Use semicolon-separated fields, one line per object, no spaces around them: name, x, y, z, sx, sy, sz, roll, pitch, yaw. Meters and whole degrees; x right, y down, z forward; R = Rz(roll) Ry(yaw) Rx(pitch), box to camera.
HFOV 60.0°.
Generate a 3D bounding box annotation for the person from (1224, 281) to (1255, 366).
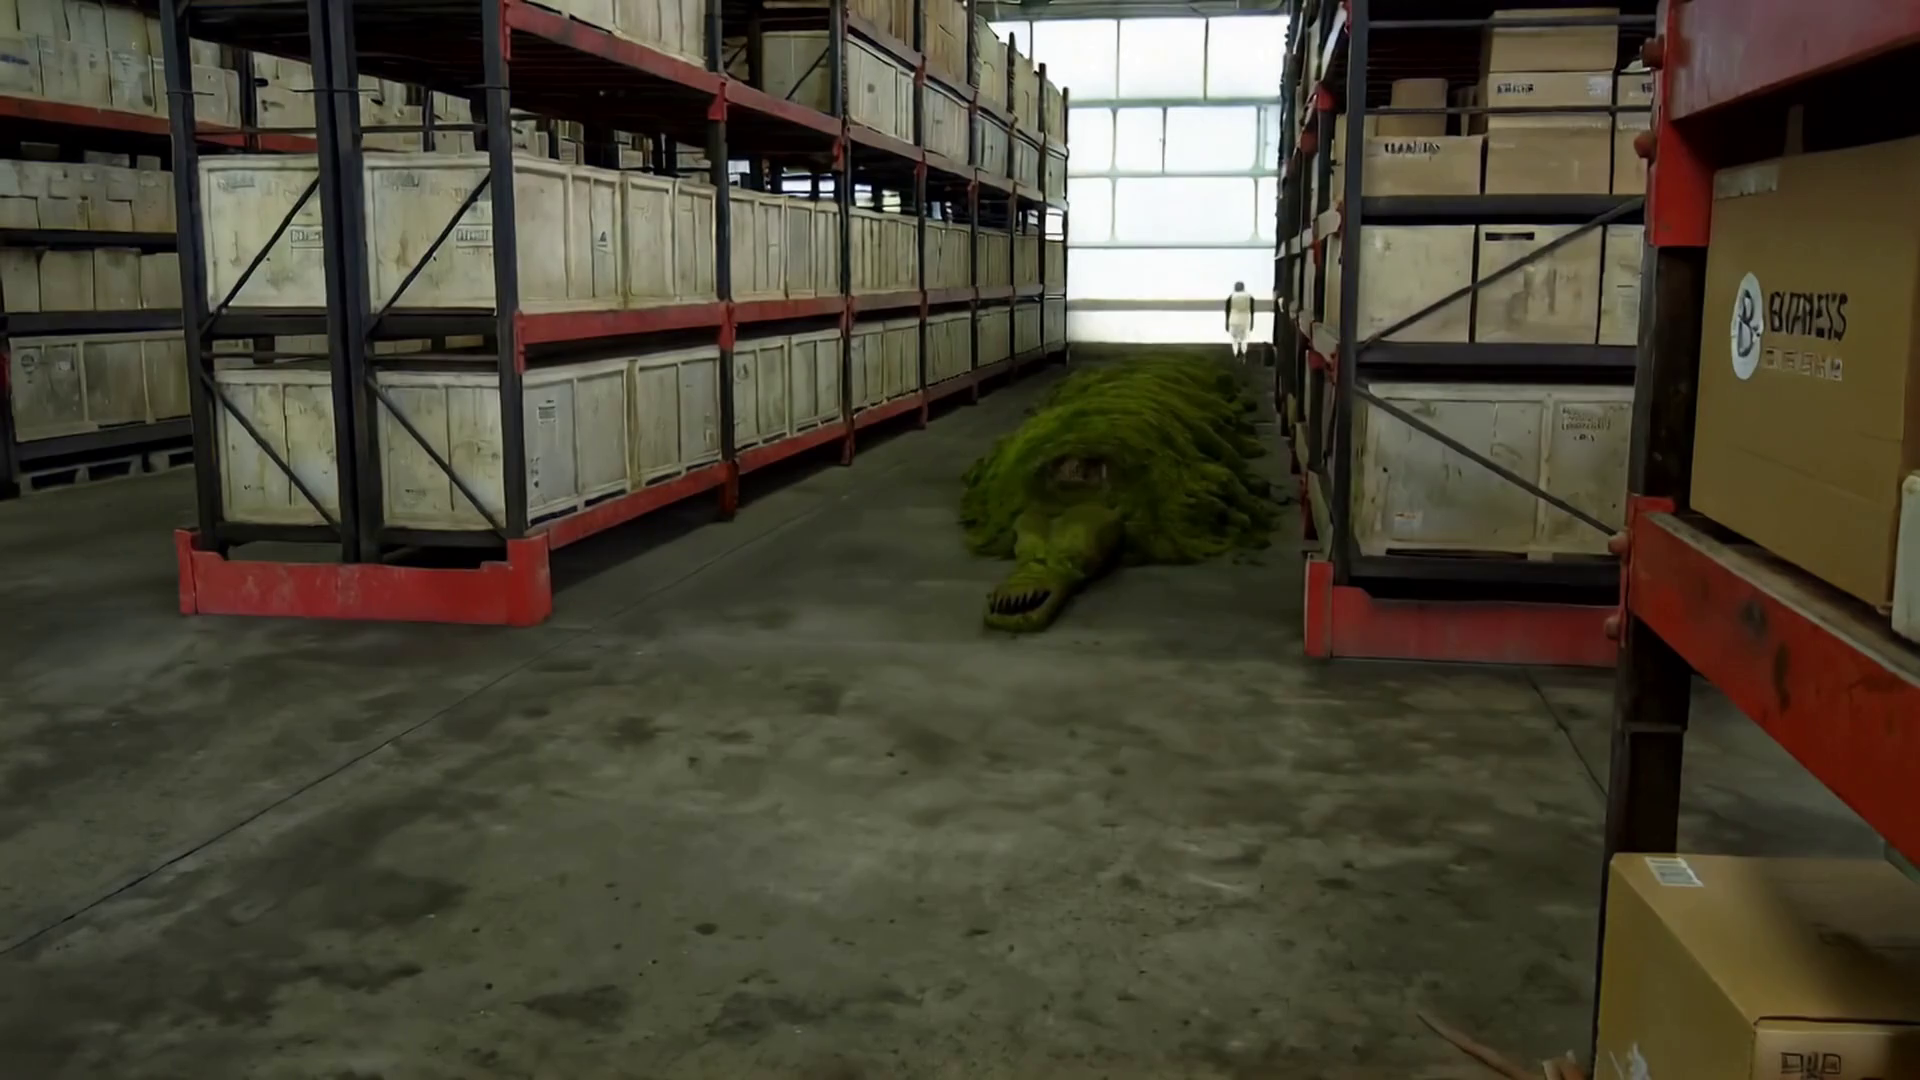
person;6.059;-4.714;36.201;0.645;1.818;0.729;0;9;1
